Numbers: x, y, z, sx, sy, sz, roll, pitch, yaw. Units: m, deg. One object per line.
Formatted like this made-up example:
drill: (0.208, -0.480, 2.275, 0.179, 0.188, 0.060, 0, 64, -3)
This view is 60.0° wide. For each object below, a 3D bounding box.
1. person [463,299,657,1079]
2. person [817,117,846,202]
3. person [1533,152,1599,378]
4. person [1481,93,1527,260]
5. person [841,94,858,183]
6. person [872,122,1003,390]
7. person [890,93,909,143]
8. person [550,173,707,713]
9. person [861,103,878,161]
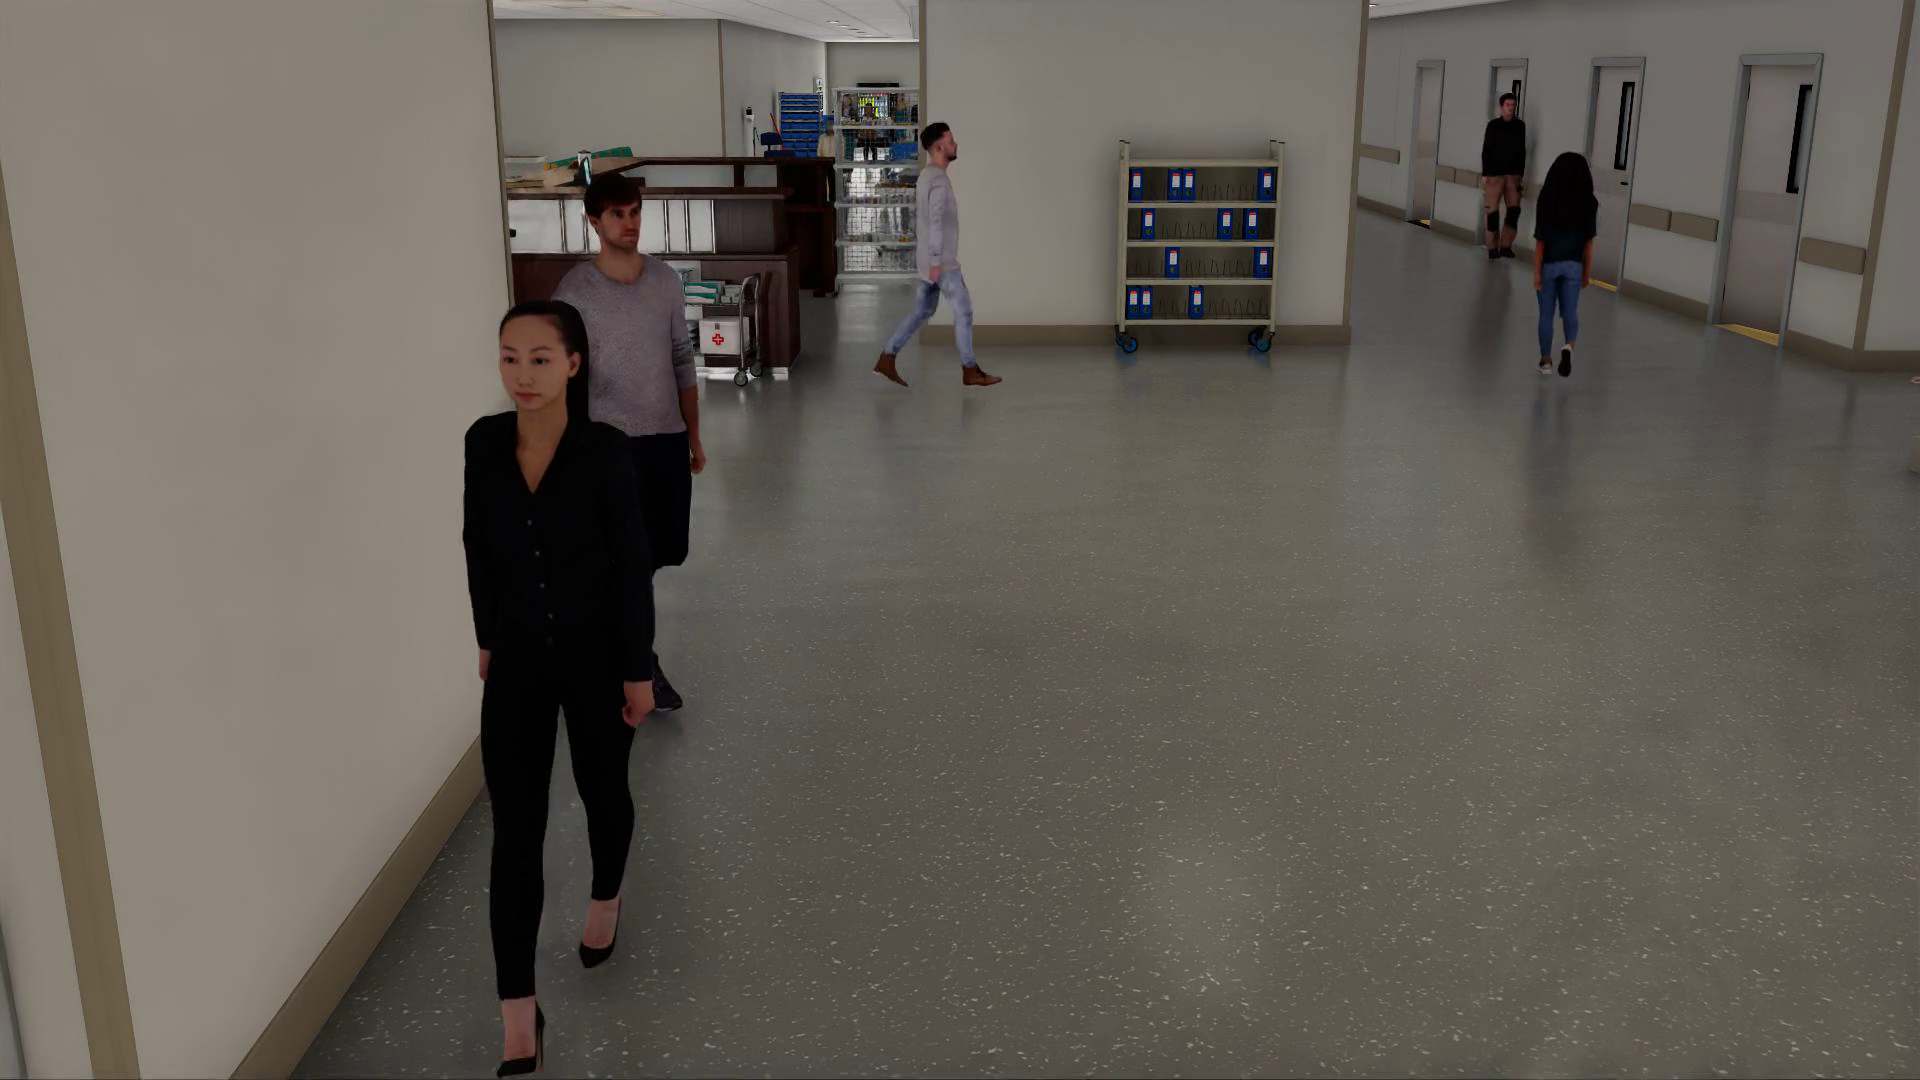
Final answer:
person: (-0.889, 0.303, 3.826, 0.960, 1.664, 0.686, 1, 16, 3)
person: (-2.059, -6.092, 26.947, 0.964, 1.425, 0.804, 4, 16, 13)
person: (4.285, -1.920, 11.835, 0.962, 1.596, 0.743, 2, 16, 8)
person: (6.369, -4.277, 19.615, 0.631, 1.910, 0.756, 0, 16, 0)
person: (-2.245, -7.902, 32.831, 0.796, 1.717, 0.763, 2, 16, 9)
person: (-0.240, -1.915, 11.419, 1.208, 1.811, 0.862, -4, 16, -13)
person: (-1.480, -10.255, 41.327, 1.009, 1.635, 0.732, 2, 16, 6)
person: (-1.184, -0.351, 5.854, 1.065, 1.821, 1.113, -14, 21, -40)
person: (-2.109, -9.480, 38.911, 0.576, 1.454, 0.690, 4, 16, 15)
